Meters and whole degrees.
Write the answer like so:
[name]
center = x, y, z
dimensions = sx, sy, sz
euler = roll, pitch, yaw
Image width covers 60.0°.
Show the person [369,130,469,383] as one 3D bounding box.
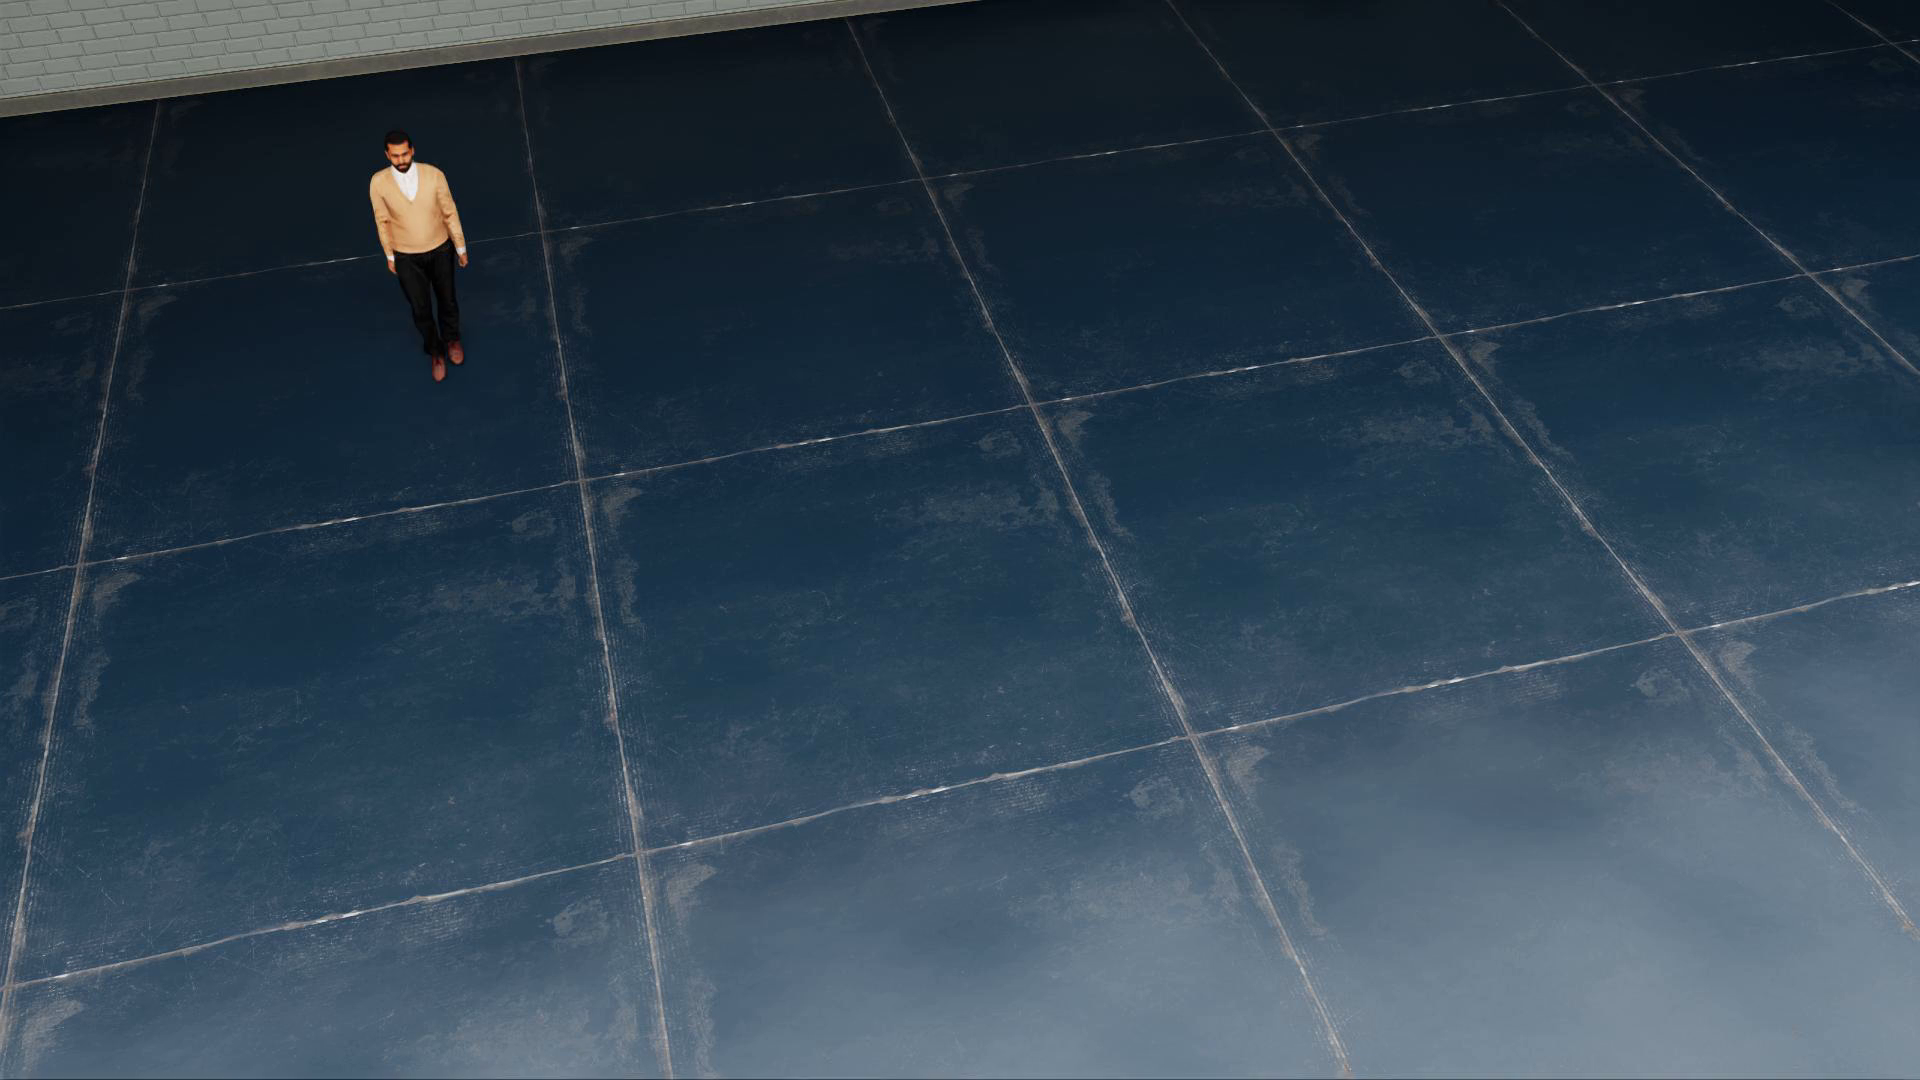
[person]
center = -3.559, -1.952, 10.998
dimensions = 0.723, 1.746, 0.758
euler = -16, 45, -17
